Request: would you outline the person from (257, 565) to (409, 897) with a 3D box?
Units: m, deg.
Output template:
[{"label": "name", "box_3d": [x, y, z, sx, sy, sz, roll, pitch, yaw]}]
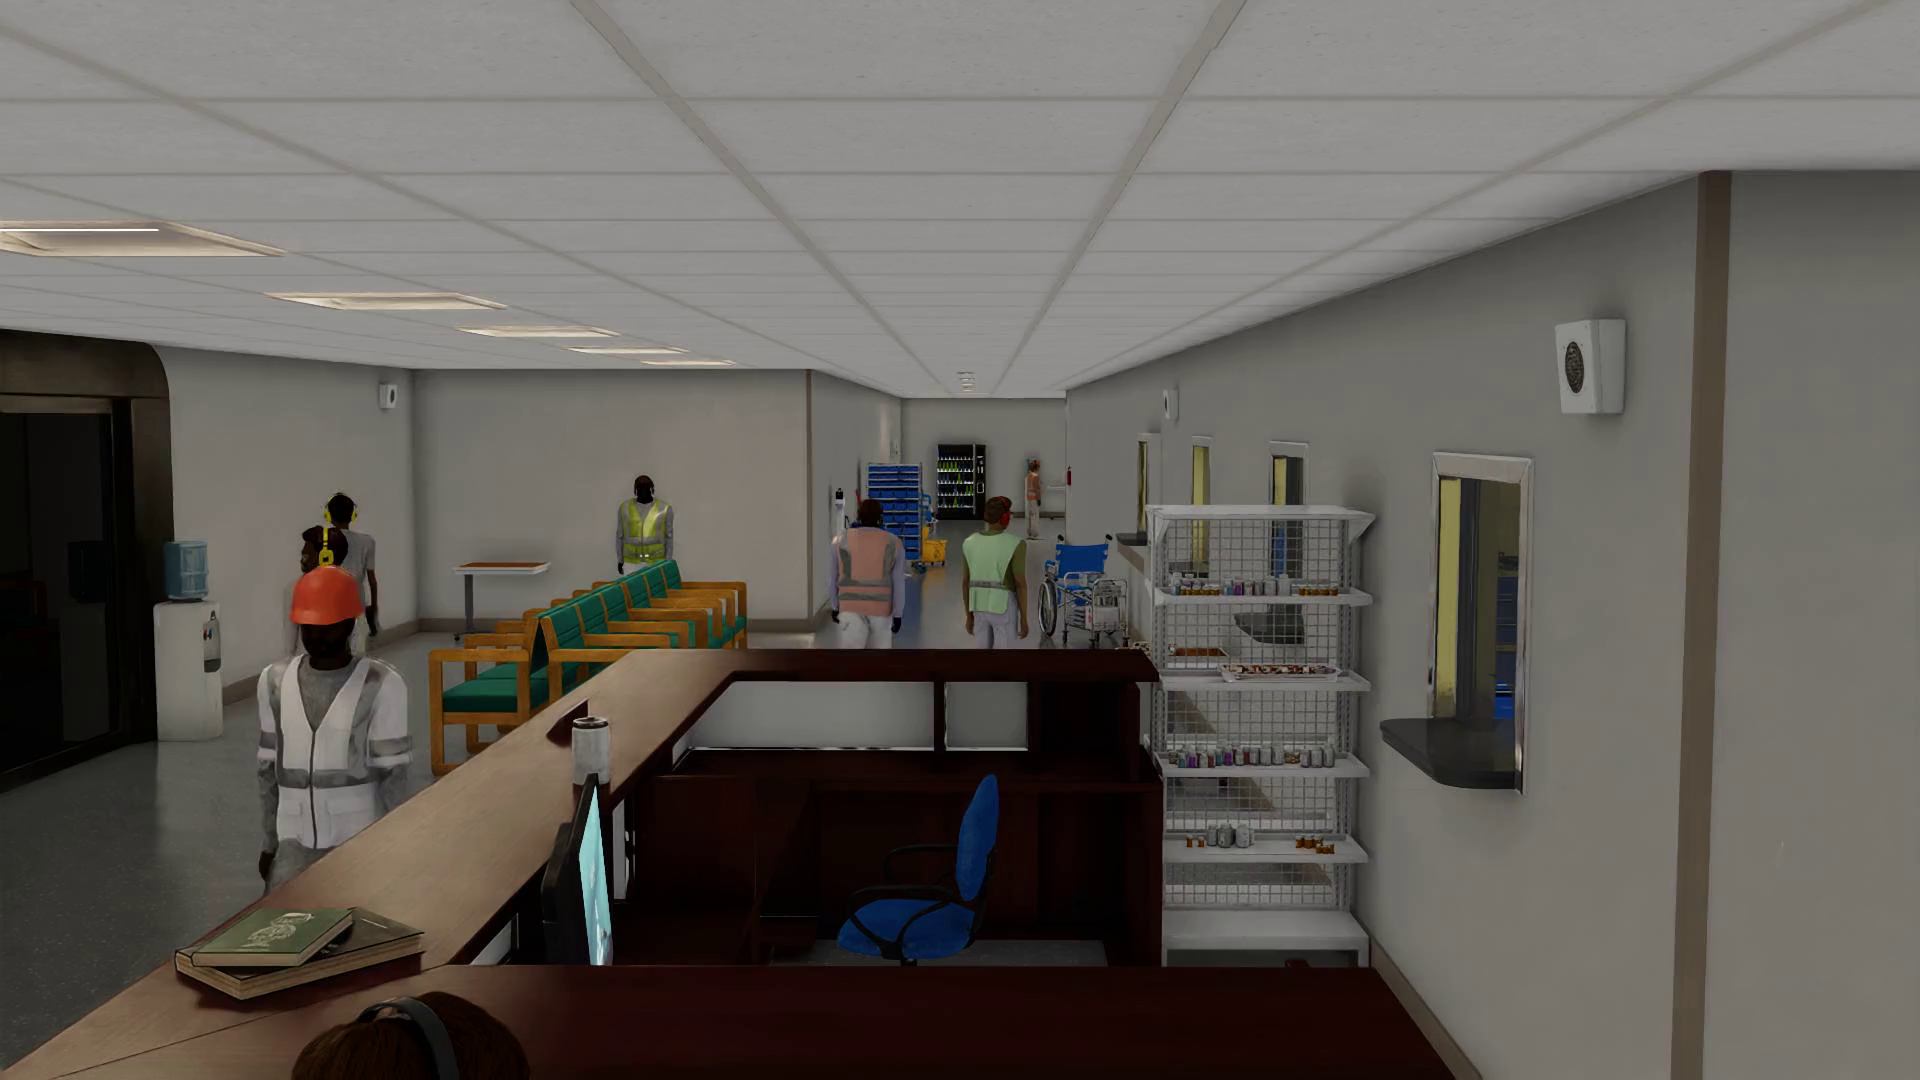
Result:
[{"label": "person", "box_3d": [-2.223, 1.044, 5.867, 0.565, 1.918, 0.408, 0, 4, 3]}]

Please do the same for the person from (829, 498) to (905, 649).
[{"label": "person", "box_3d": [-0.756, 0.557, 13.516, 0.623, 1.809, 0.885, 0, 4, -3]}]

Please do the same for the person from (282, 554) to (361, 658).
[{"label": "person", "box_3d": [-4.423, 0.797, 11.534, 0.507, 1.643, 0.484, -2, 4, -21]}]

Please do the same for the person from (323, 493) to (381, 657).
[{"label": "person", "box_3d": [-4.784, 0.574, 12.903, 0.584, 1.865, 0.343, -2, 5, -29]}]

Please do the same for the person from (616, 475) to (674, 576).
[{"label": "person", "box_3d": [-3.410, 0.220, 17.985, 0.624, 1.844, 0.429, 0, 4, -5]}]

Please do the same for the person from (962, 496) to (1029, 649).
[{"label": "person", "box_3d": [0.266, 0.583, 12.848, 0.564, 1.847, 0.396, 3, 5, 35]}]

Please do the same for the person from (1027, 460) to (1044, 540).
[{"label": "person", "box_3d": [1.513, -0.813, 33.873, 0.306, 1.640, 0.522, -1, 4, -20]}]

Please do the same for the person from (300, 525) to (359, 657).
[{"label": "person", "box_3d": [-3.365, 0.853, 8.879, 0.318, 1.870, 0.531, -2, 4, -23]}]

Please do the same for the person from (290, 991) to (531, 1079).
[{"label": "person", "box_3d": [-0.554, 1.381, 1.706, 0.624, 1.841, 0.430, 1, 4, 10]}]
